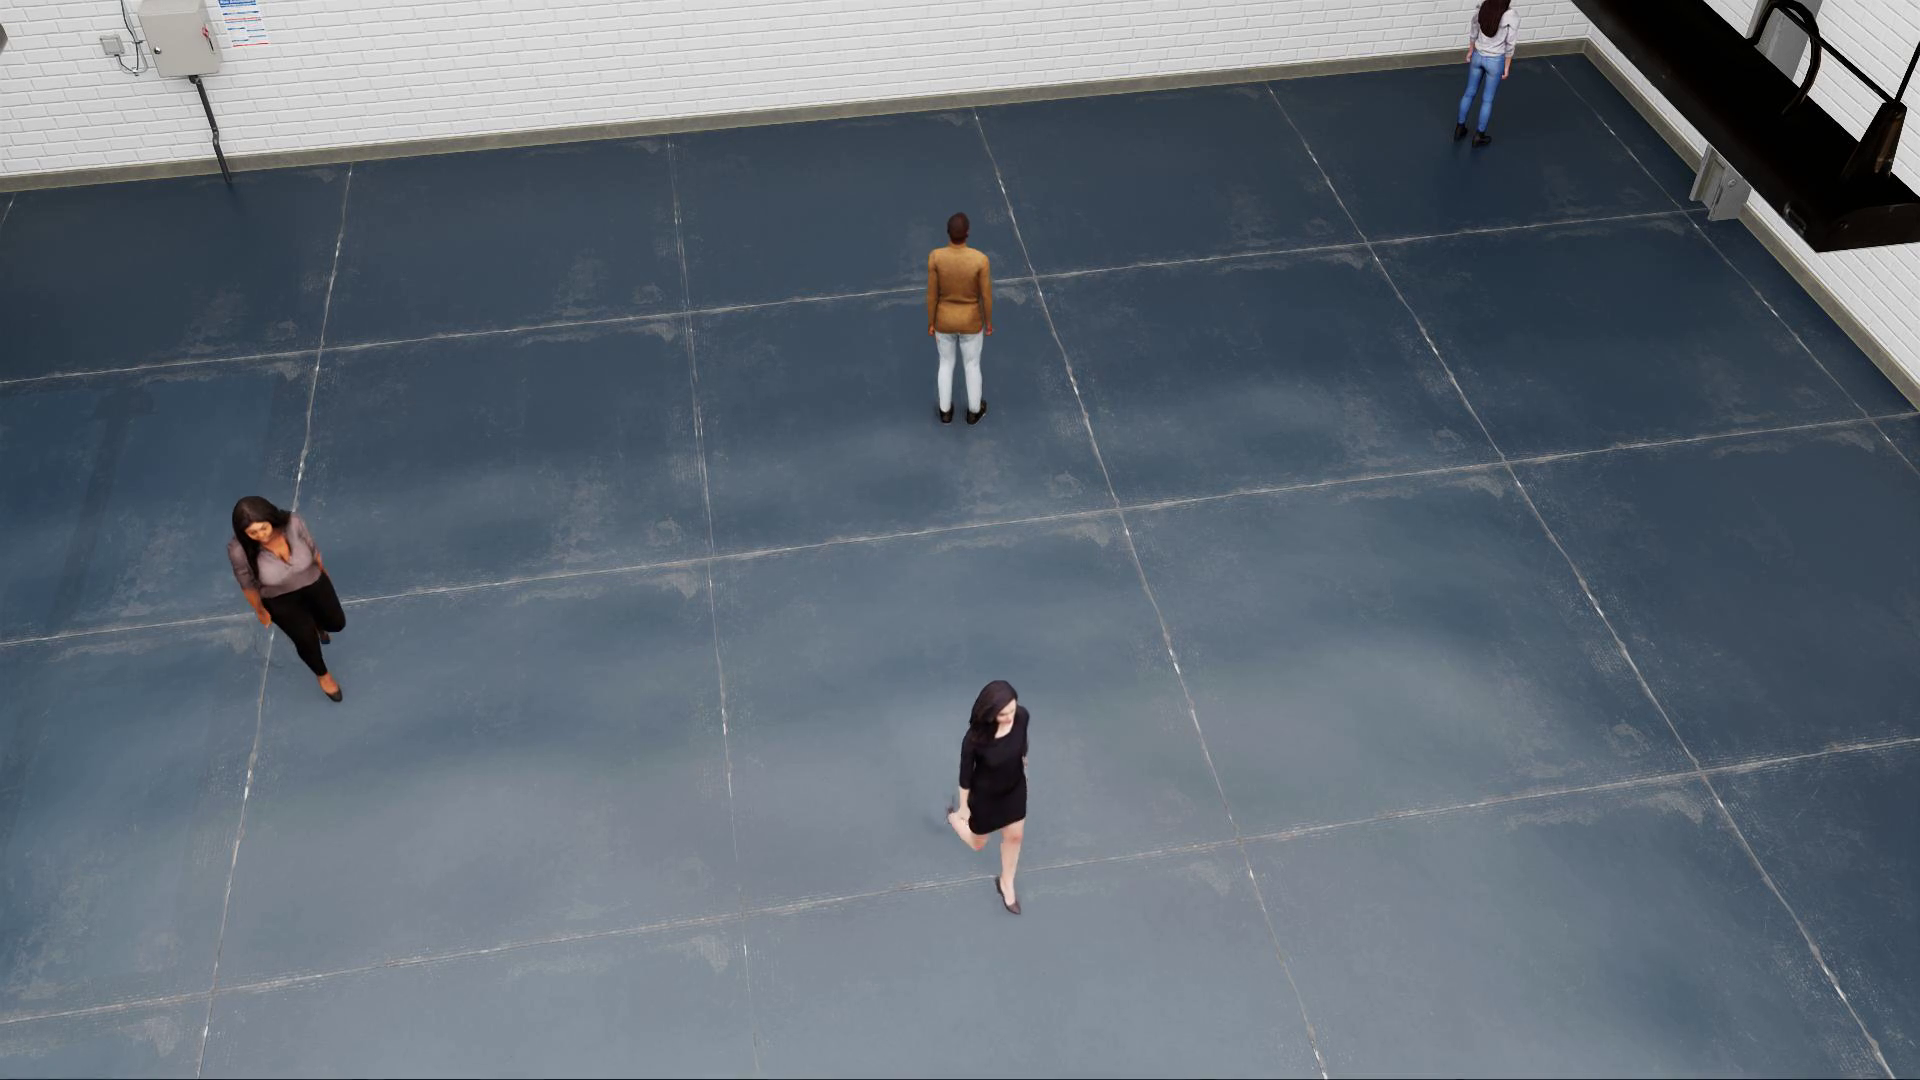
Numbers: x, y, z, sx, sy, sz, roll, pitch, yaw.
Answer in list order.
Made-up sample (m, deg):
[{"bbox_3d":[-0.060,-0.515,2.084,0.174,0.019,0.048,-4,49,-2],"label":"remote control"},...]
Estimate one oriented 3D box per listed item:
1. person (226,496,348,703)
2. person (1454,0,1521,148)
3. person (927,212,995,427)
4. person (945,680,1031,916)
[{"bbox_3d":[-4.179,0.288,10.323,1.050,1.807,0.937,34,53,31],"label":"person"},{"bbox_3d":[4.892,-4.444,15.418,0.646,1.631,0.742,34,53,30],"label":"person"},{"bbox_3d":[-0.010,-1.626,12.326,0.700,1.816,0.629,4,44,5],"label":"person"},{"bbox_3d":[0.151,1.359,9.216,0.822,1.784,1.036,-23,48,-23],"label":"person"}]
